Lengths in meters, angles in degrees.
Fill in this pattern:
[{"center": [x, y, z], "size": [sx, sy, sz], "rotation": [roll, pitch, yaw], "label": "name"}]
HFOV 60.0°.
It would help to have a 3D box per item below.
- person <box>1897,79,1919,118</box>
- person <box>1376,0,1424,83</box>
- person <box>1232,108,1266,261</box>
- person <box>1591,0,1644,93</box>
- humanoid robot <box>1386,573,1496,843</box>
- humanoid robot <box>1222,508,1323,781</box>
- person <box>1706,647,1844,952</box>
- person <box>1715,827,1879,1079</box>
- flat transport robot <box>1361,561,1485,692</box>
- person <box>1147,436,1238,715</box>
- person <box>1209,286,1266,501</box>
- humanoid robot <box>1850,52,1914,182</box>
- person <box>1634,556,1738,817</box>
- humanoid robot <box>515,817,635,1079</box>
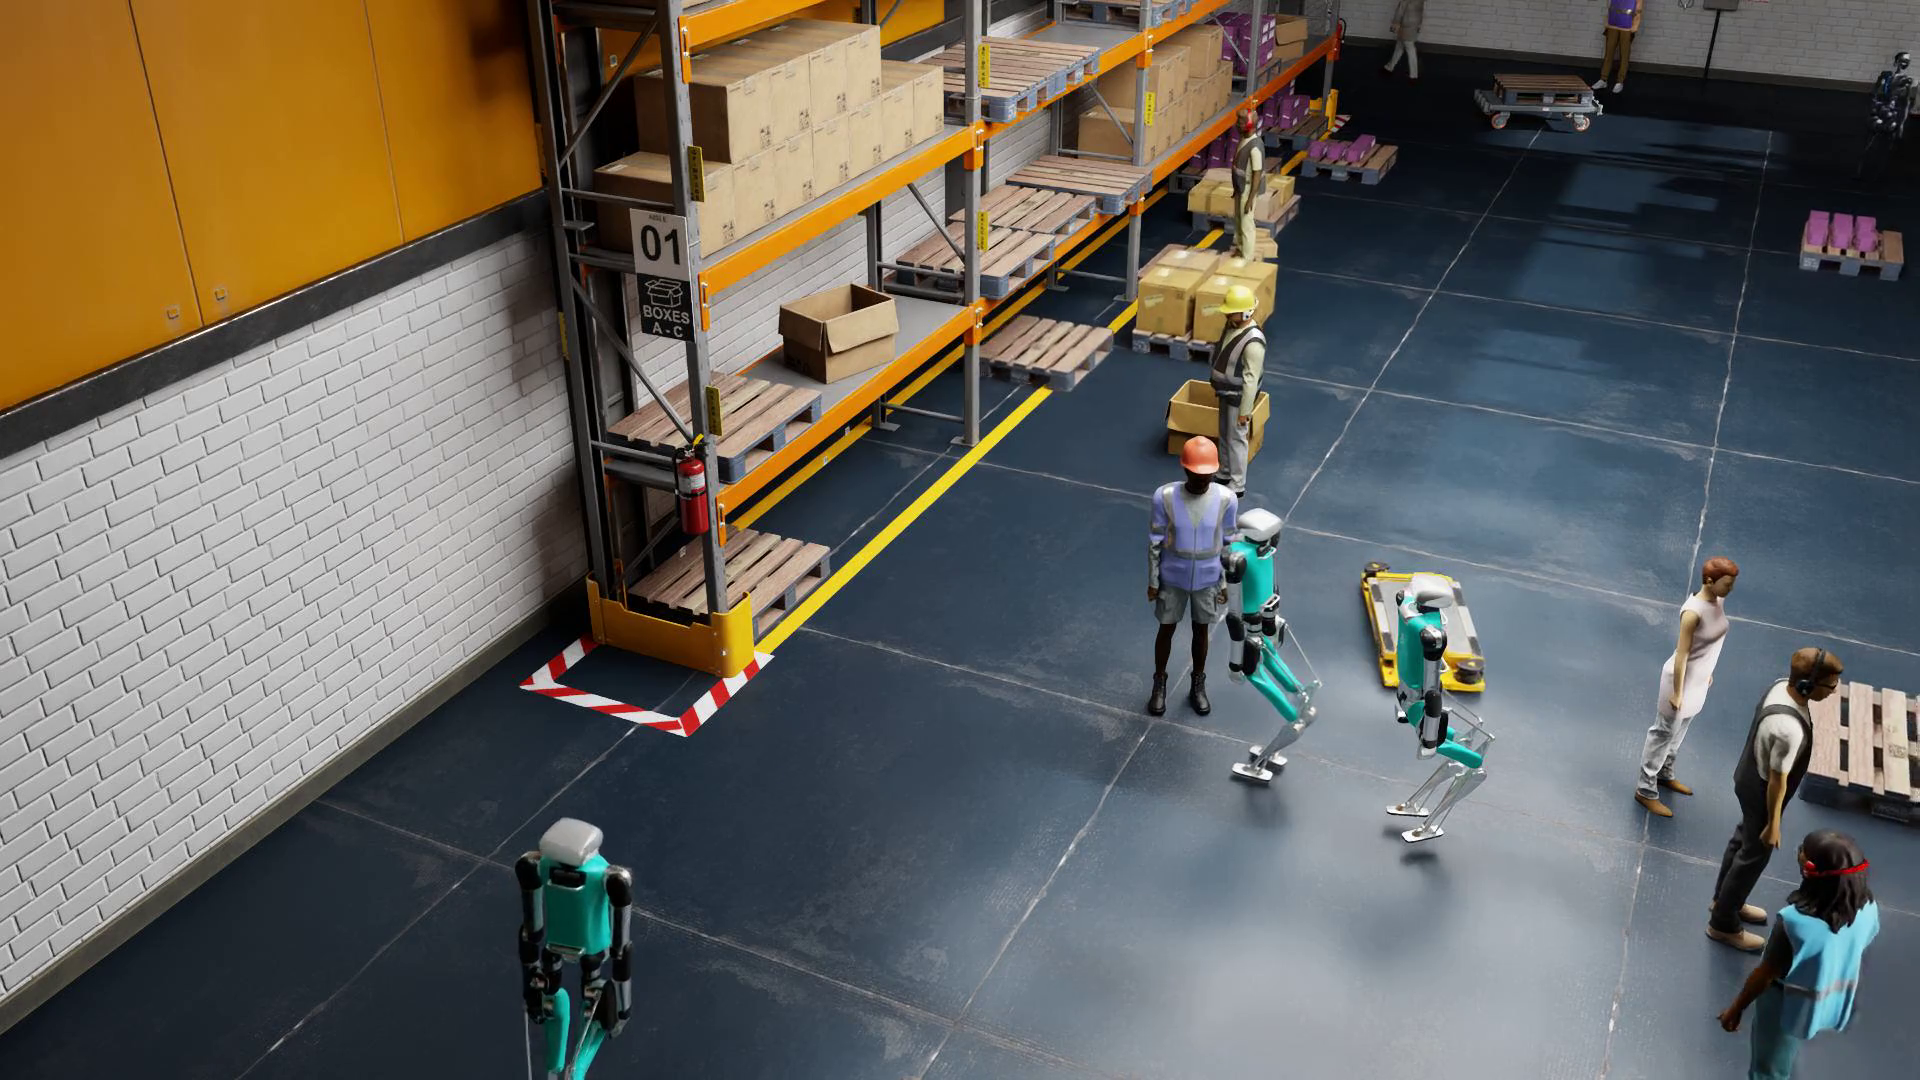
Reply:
[{"center": [14.071, -6.912, 23.897], "size": [0.569, 1.845, 0.606], "rotation": [14, 31, 24], "label": "person"}, {"center": [6.991, -8.185, 26.306], "size": [0.891, 1.796, 0.510], "rotation": [21, 35, 33], "label": "person"}, {"center": [3.115, -3.762, 18.047], "size": [0.374, 1.840, 0.566], "rotation": [-2, 28, -5], "label": "person"}, {"center": [10.212, -7.914, 25.658], "size": [0.413, 1.926, 0.529], "rotation": [-23, 36, -36], "label": "person"}, {"center": [2.741, 0.938, 9.302], "size": [0.735, 1.677, 0.533], "rotation": [-2, 28, -5], "label": "humanoid robot"}, {"center": [1.899, 0.664, 9.867], "size": [0.718, 1.716, 0.532], "rotation": [19, 34, 31], "label": "humanoid robot"}, {"center": [4.195, 1.336, 8.609], "size": [0.367, 1.834, 0.513], "rotation": [9, 30, 17], "label": "person"}, {"center": [3.603, 1.997, 7.360], "size": [0.547, 1.847, 0.679], "rotation": [-10, 30, -18], "label": "person"}, {"center": [3.218, 0.593, 11.628], "size": [0.659, 0.231, 1.431], "rotation": [3, 28, 5], "label": "flat transport robot"}, {"center": [1.455, 0.232, 10.538], "size": [0.547, 1.942, 0.346], "rotation": [0, 28, 1], "label": "person"}, {"center": [2.191, -1.165, 13.259], "size": [0.403, 1.821, 0.597], "rotation": [-5, 29, -9], "label": "person"}, {"center": [11.863, -5.416, 21.298], "size": [0.608, 1.645, 0.586], "rotation": [-12, 31, -22], "label": "humanoid robot"}, {"center": [4.260, 0.836, 9.713], "size": [0.286, 1.658, 0.438], "rotation": [25, 37, 38], "label": "person"}, {"center": [-1.764, 2.184, 7.192], "size": [0.547, 1.762, 1.017], "rotation": [6, 29, 11], "label": "humanoid robot"}]
